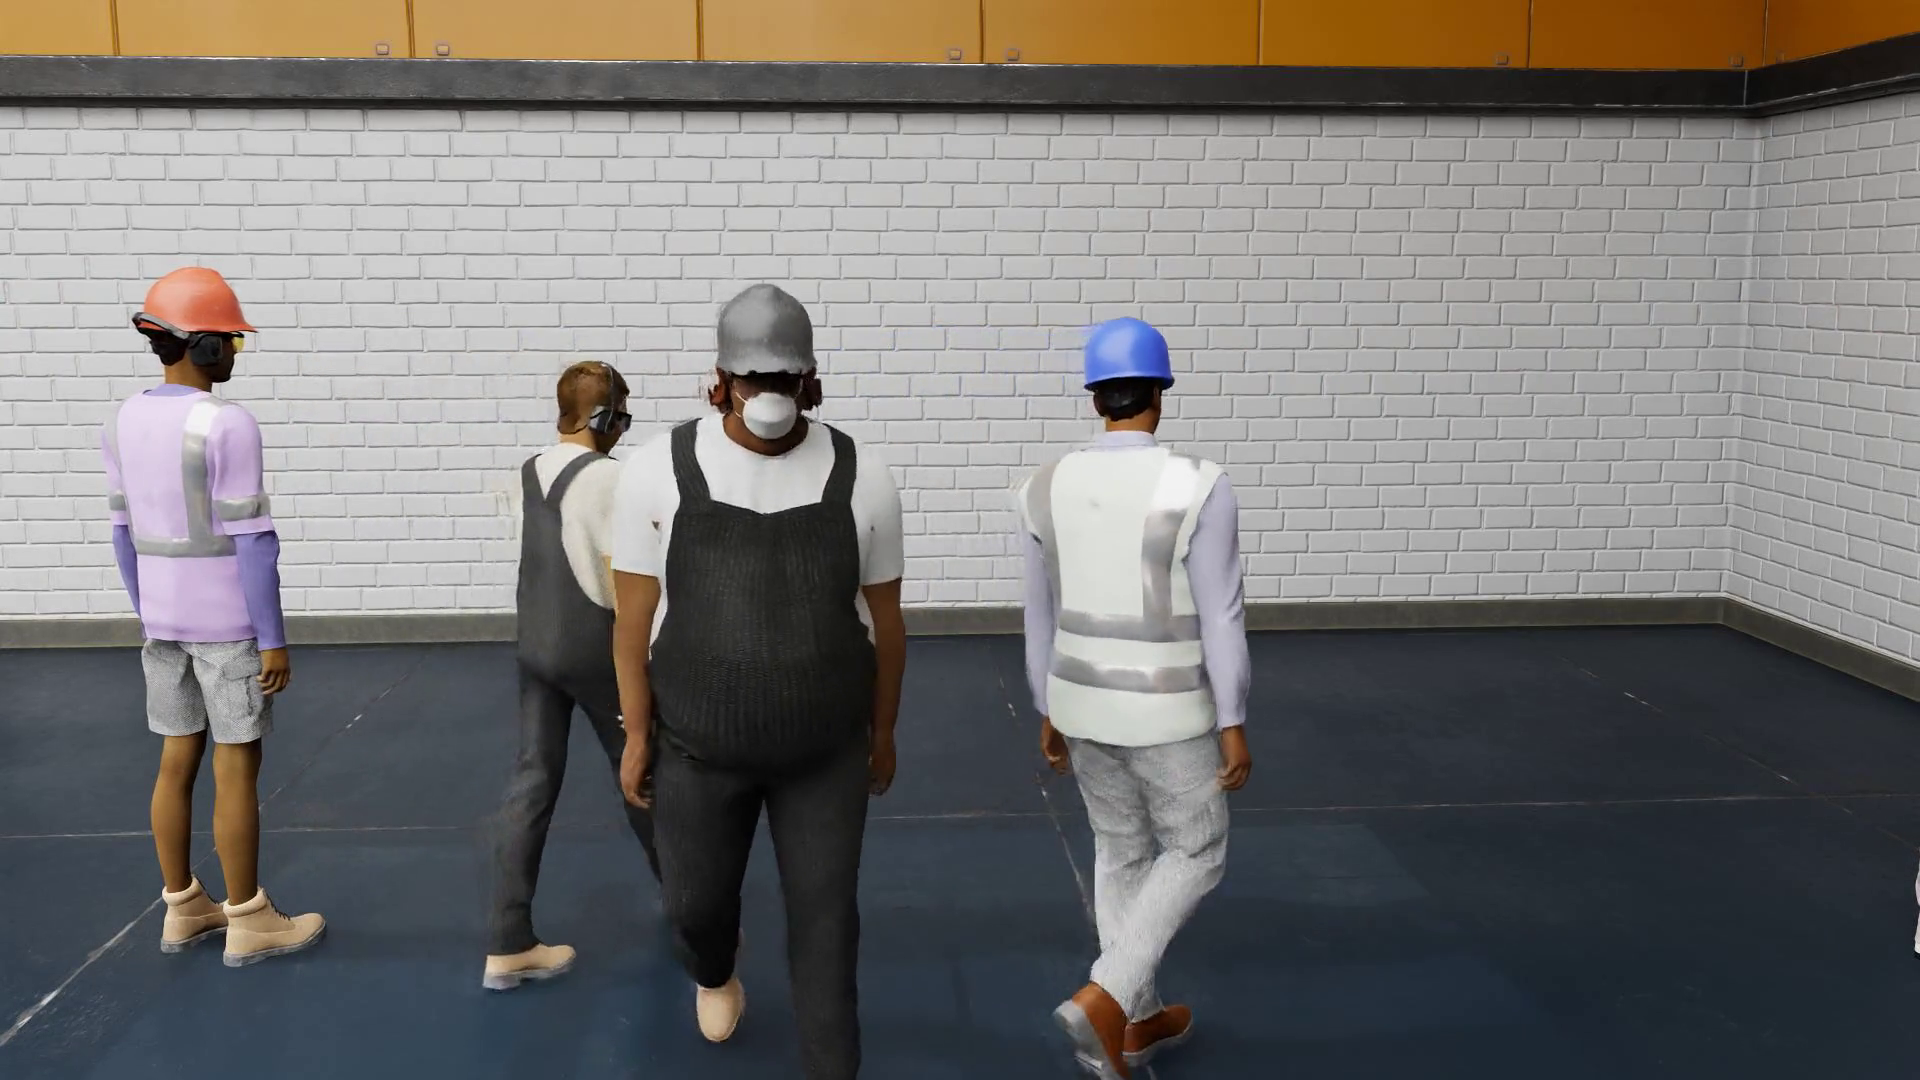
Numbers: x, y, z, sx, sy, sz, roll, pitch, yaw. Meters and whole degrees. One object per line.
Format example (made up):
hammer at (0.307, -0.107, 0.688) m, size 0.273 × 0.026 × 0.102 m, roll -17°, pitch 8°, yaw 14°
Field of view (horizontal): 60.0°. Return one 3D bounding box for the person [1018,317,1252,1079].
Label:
person at (0.391, 0.421, 4.093) m, size 0.625 × 1.922 × 0.604 m, roll 7°, pitch 12°, yaw 39°

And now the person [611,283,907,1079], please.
person at (-0.465, 0.384, 3.950) m, size 0.702 × 2.000 × 0.714 m, roll -2°, pitch 9°, yaw -10°

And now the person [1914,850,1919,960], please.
person at (2.999, 0.333, 4.672) m, size 0.411 × 1.913 × 0.643 m, roll -2°, pitch 9°, yaw -10°

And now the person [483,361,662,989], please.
person at (-1.070, 0.365, 4.928) m, size 0.592 × 1.764 × 0.998 m, roll 5°, pitch 10°, yaw 28°

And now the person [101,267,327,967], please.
person at (-2.205, 0.231, 4.902) m, size 0.607 × 2.044 × 0.379 m, roll 4°, pitch 10°, yaw 26°
